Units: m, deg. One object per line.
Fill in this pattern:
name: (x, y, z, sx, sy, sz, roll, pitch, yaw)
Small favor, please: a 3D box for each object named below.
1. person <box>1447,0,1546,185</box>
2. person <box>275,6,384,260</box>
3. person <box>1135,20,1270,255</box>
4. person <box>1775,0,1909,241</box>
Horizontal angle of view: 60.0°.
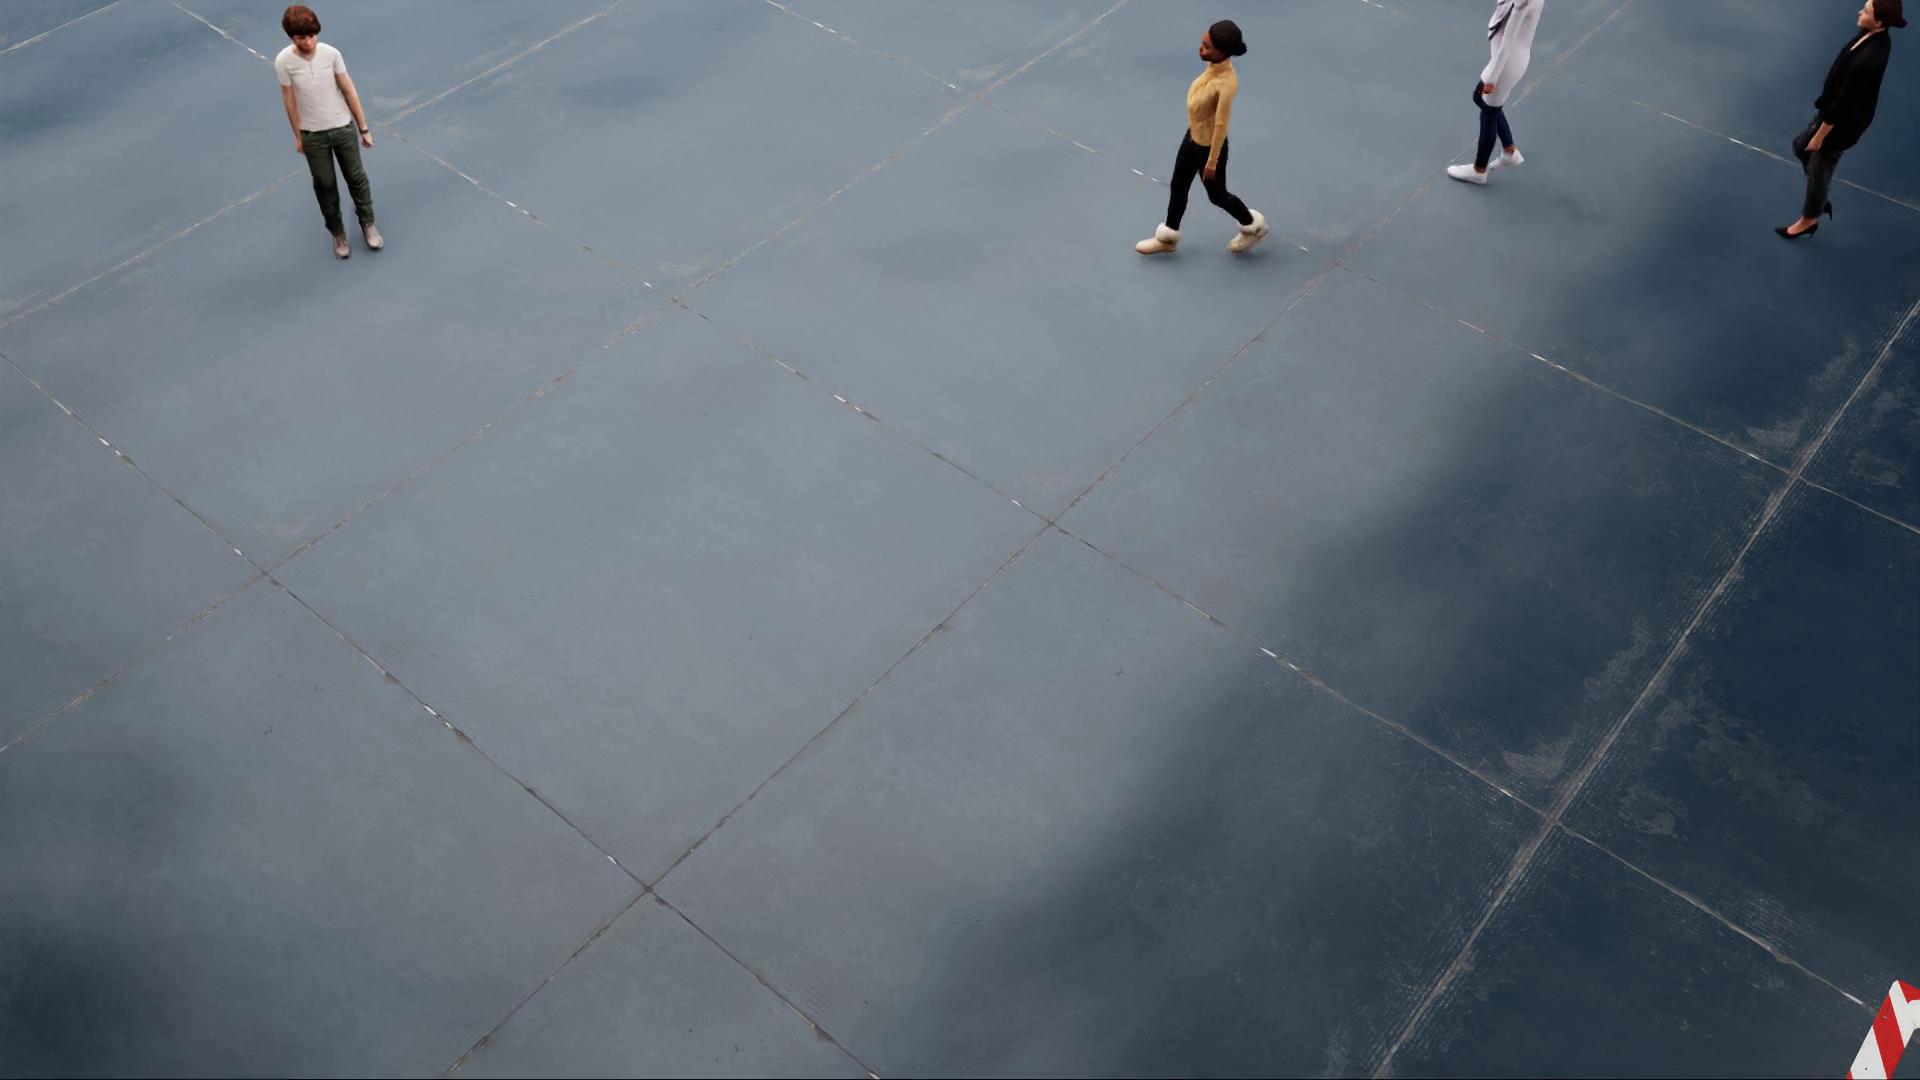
person: (3.582, -3.031, 10.662, 0.766, 1.770, 0.704, 21, 51, 18)
person: (-3.924, -2.568, 10.314, 0.697, 1.653, 0.712, -18, 50, -16)
person: (1.599, -2.415, 10.185, 1.099, 1.634, 1.075, -7, 48, -6)
person: (5.523, -2.561, 10.272, 0.710, 1.705, 0.729, 19, 50, 17)
